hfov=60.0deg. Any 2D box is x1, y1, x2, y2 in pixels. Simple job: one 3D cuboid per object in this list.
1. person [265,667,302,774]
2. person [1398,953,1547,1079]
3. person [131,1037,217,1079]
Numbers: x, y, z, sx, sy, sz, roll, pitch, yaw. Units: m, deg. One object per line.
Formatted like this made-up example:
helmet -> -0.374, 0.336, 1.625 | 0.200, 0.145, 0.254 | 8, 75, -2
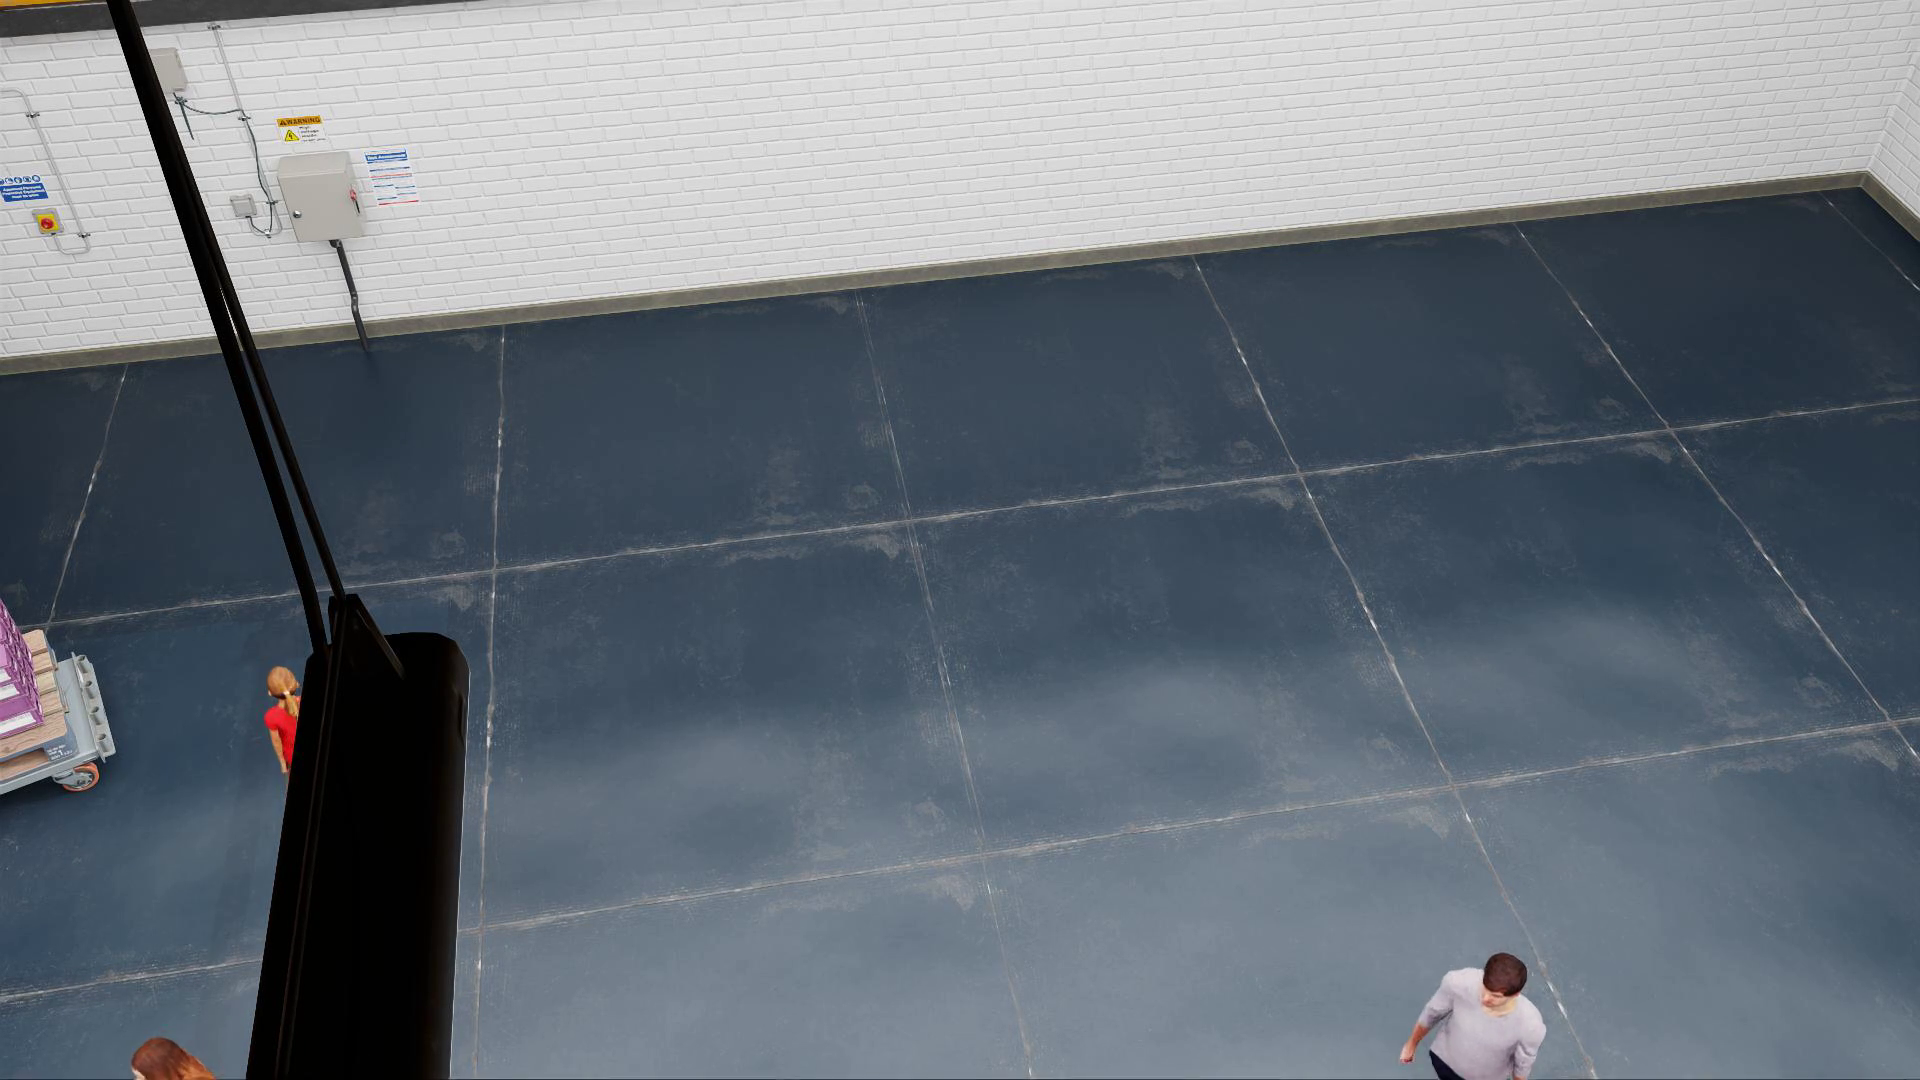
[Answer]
person -> -3.808, 1.268, 9.739 | 0.581, 1.297, 0.618 | -27, 50, -25
person -> 2.523, 2.496, 8.091 | 1.177, 1.792, 1.214 | -33, 53, -30
person -> -3.493, 2.772, 7.853 | 0.712, 1.720, 0.773 | 28, 50, 26
